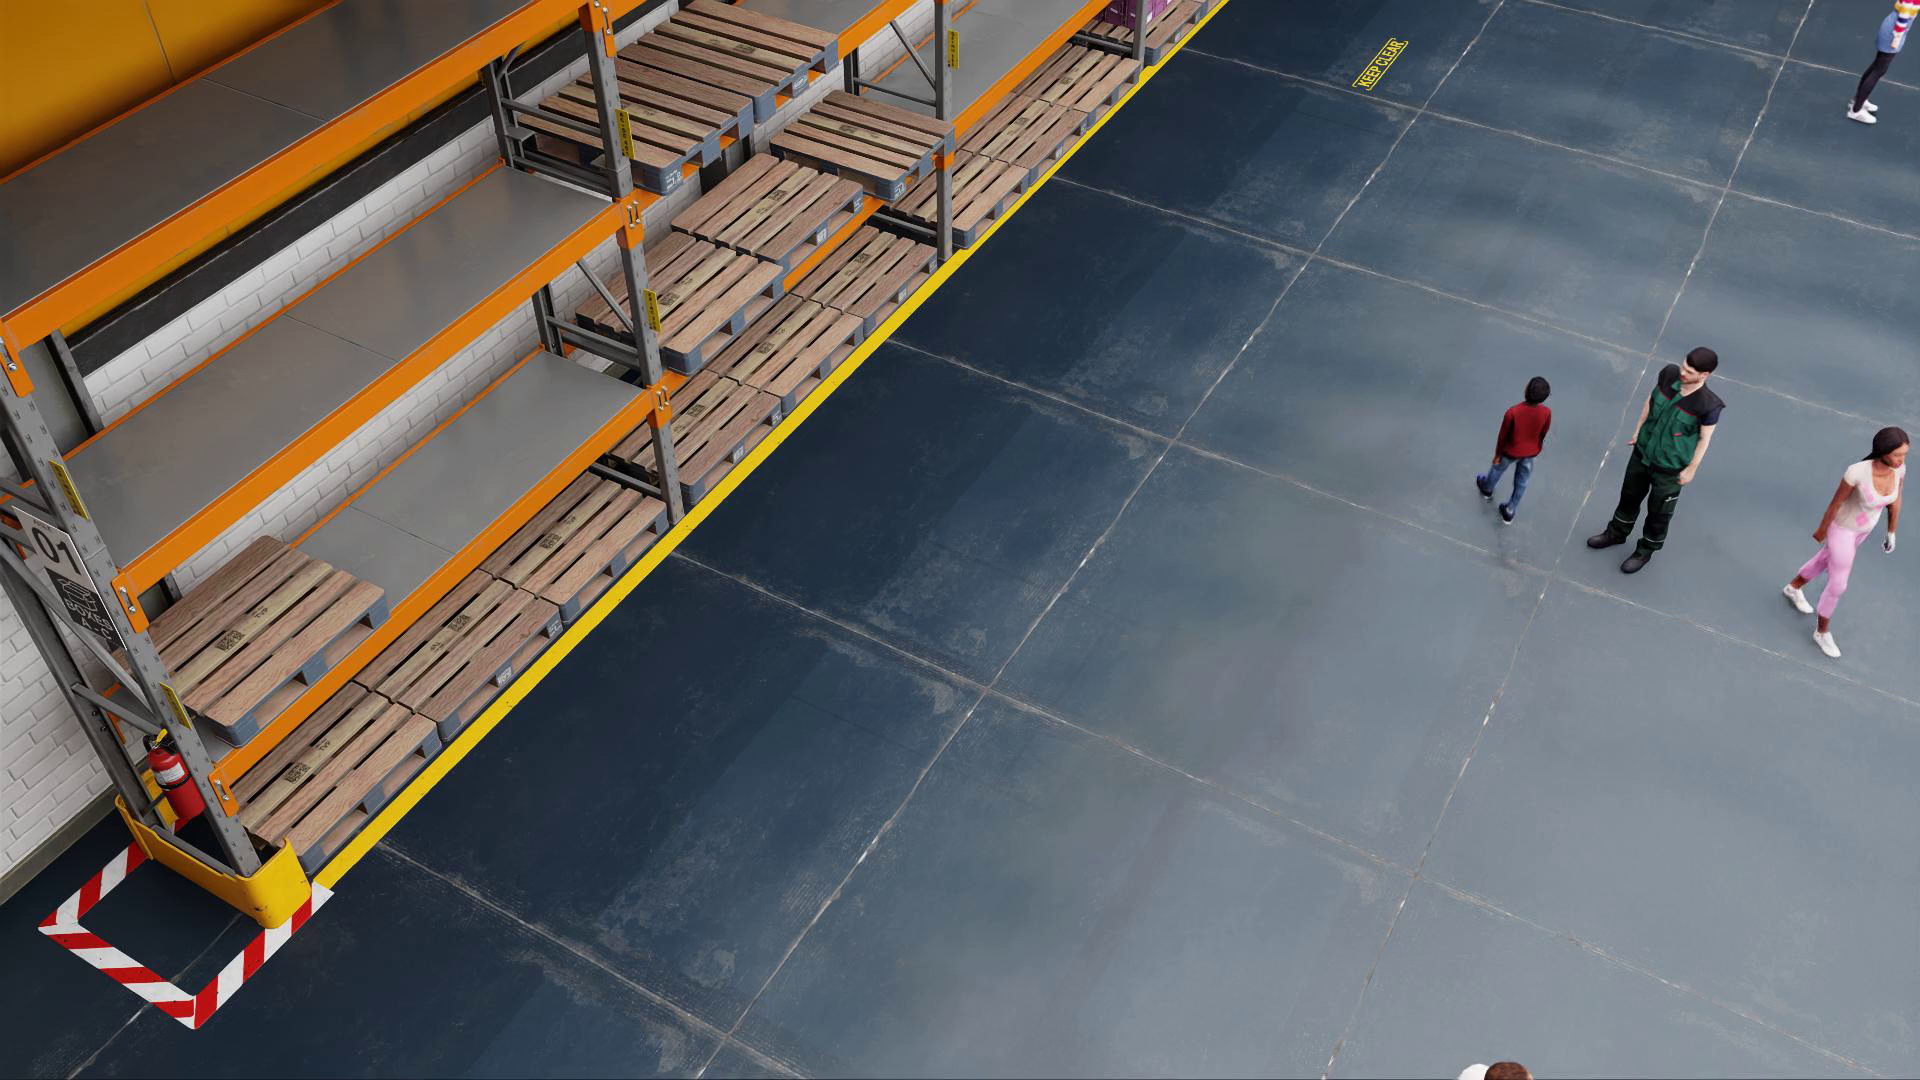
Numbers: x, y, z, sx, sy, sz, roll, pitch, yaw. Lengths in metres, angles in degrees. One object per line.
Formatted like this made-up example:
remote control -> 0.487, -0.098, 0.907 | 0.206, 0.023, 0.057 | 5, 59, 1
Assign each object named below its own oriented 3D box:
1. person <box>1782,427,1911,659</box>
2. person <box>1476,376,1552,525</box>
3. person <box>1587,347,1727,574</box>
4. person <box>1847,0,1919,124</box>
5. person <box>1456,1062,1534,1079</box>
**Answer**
person -> 5.920, -0.121, 11.192 | 0.961, 1.715, 0.996 | -15, 46, -15
person -> 4.072, -0.622, 12.061 | 0.702, 1.241, 0.810 | 0, 44, 0
person -> 4.892, -0.593, 11.553 | 0.761, 1.900, 0.767 | -22, 48, -21
person -> 9.116, -4.981, 16.225 | 0.725, 1.808, 0.456 | 18, 47, 18
person -> 2.334, 2.956, 7.866 | 0.796, 1.848, 0.657 | 4, 44, 4
